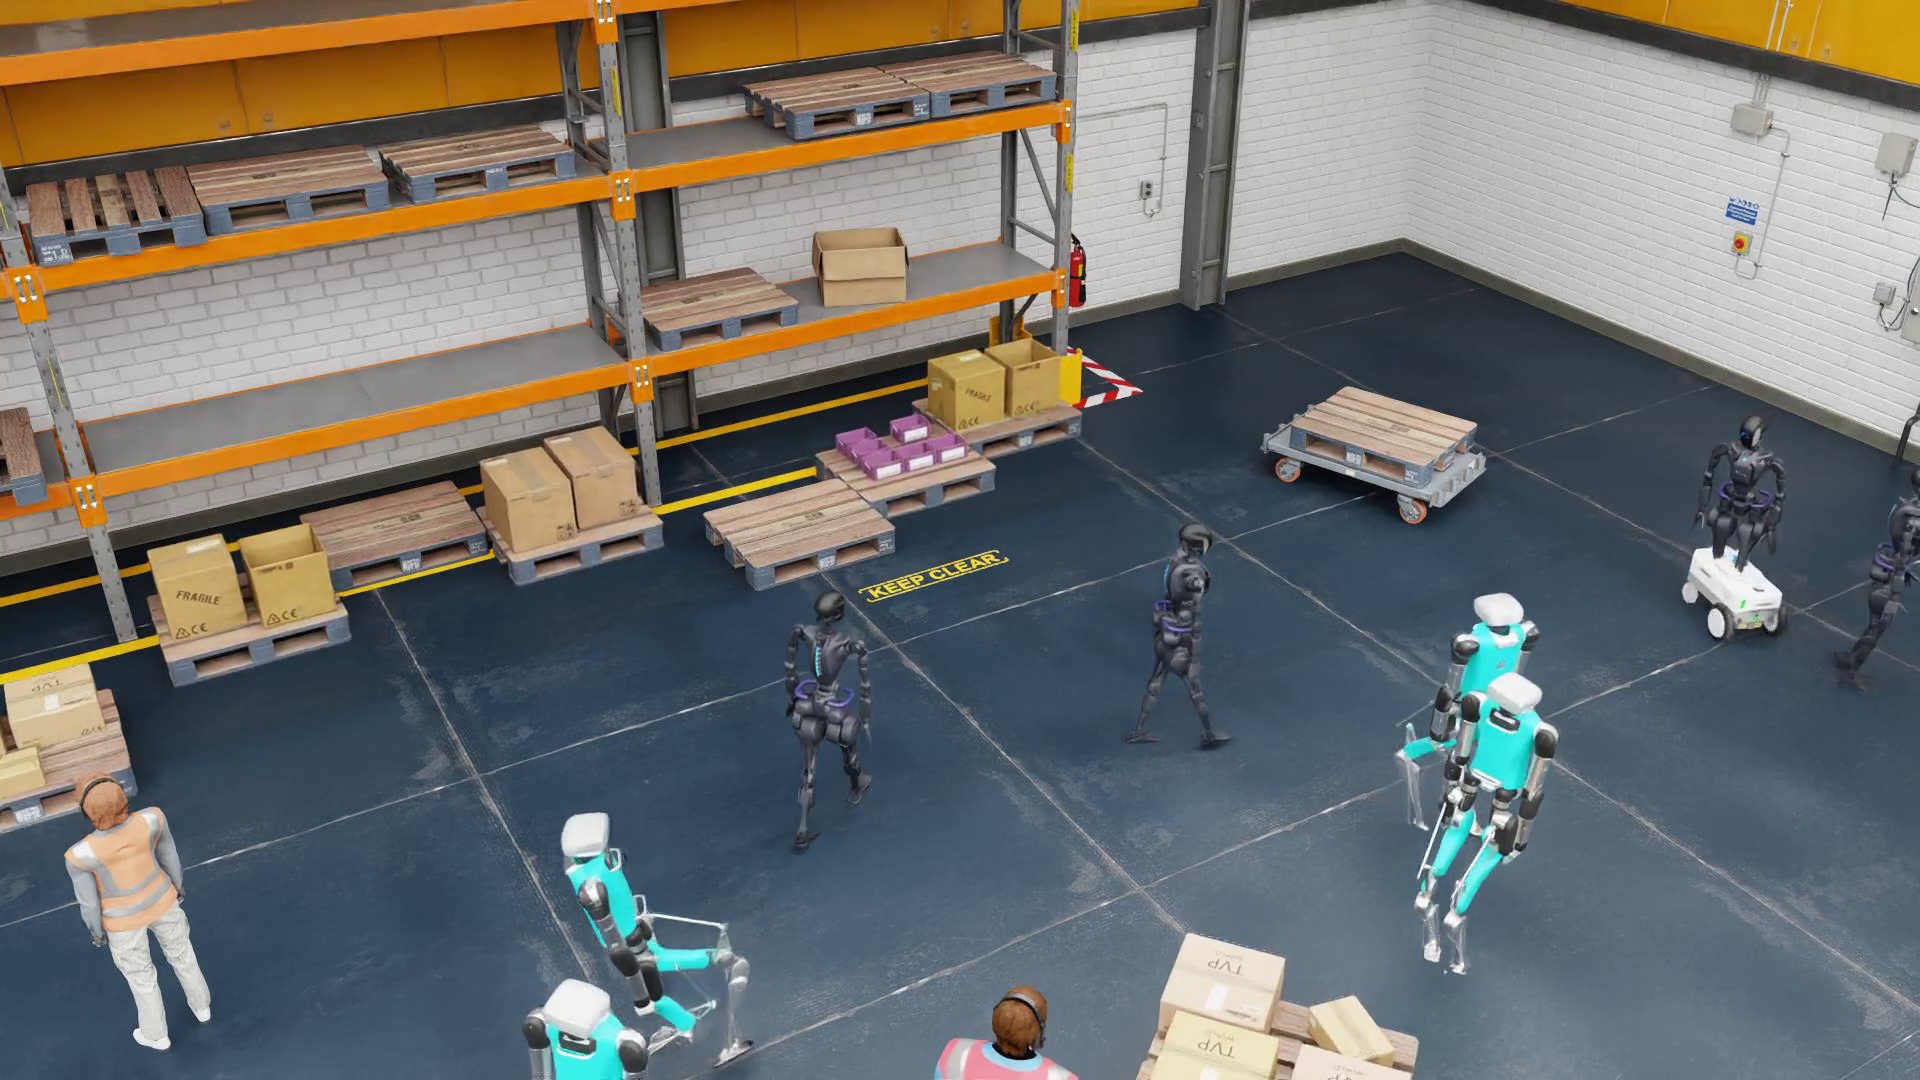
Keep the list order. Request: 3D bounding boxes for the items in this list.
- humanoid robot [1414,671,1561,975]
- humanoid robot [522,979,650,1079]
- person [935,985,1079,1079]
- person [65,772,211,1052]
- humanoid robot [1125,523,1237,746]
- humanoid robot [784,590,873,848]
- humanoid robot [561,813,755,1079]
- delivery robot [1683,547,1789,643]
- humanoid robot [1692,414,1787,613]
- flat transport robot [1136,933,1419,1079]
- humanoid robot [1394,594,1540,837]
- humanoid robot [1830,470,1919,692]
[{"bbox_3d":[2.656,1.557,8.713,0.539,1.774,0.715,26,38,38],"label":"humanoid robot"},{"bbox_3d":[-1.607,2.714,6.695,0.552,1.778,0.944,7,30,13],"label":"humanoid robot"},{"bbox_3d":[0.211,2.564,6.853,0.629,1.836,0.431,11,31,18],"label":"person"},{"bbox_3d":[-4.094,1.853,8.299,0.306,1.640,0.513,20,35,32],"label":"person"},{"bbox_3d":[1.437,0.594,10.514,0.710,1.635,0.607,-6,30,-10],"label":"humanoid robot"},{"bbox_3d":[-0.796,1.003,9.825,0.597,1.633,0.796,10,31,18],"label":"humanoid robot"},{"bbox_3d":[-1.345,1.998,7.989,1.068,1.714,0.536,-7,30,-12],"label":"humanoid robot"},{"bbox_3d":[5.604,0.377,12.028,0.499,0.606,0.796,-4,30,-8],"label":"delivery robot"},{"bbox_3d":[5.552,-0.170,11.849,0.610,1.633,0.412,25,38,37],"label":"humanoid robot"},{"bbox_3d":[1.484,2.815,7.991,0.659,0.231,1.431,11,31,19],"label":"flat transport robot"},{"bbox_3d":[2.890,0.990,9.733,0.530,1.765,0.720,-10,31,-17],"label":"humanoid robot"},{"bbox_3d":[6.202,0.253,11.107,0.386,1.660,0.602,17,34,27],"label":"humanoid robot"}]
